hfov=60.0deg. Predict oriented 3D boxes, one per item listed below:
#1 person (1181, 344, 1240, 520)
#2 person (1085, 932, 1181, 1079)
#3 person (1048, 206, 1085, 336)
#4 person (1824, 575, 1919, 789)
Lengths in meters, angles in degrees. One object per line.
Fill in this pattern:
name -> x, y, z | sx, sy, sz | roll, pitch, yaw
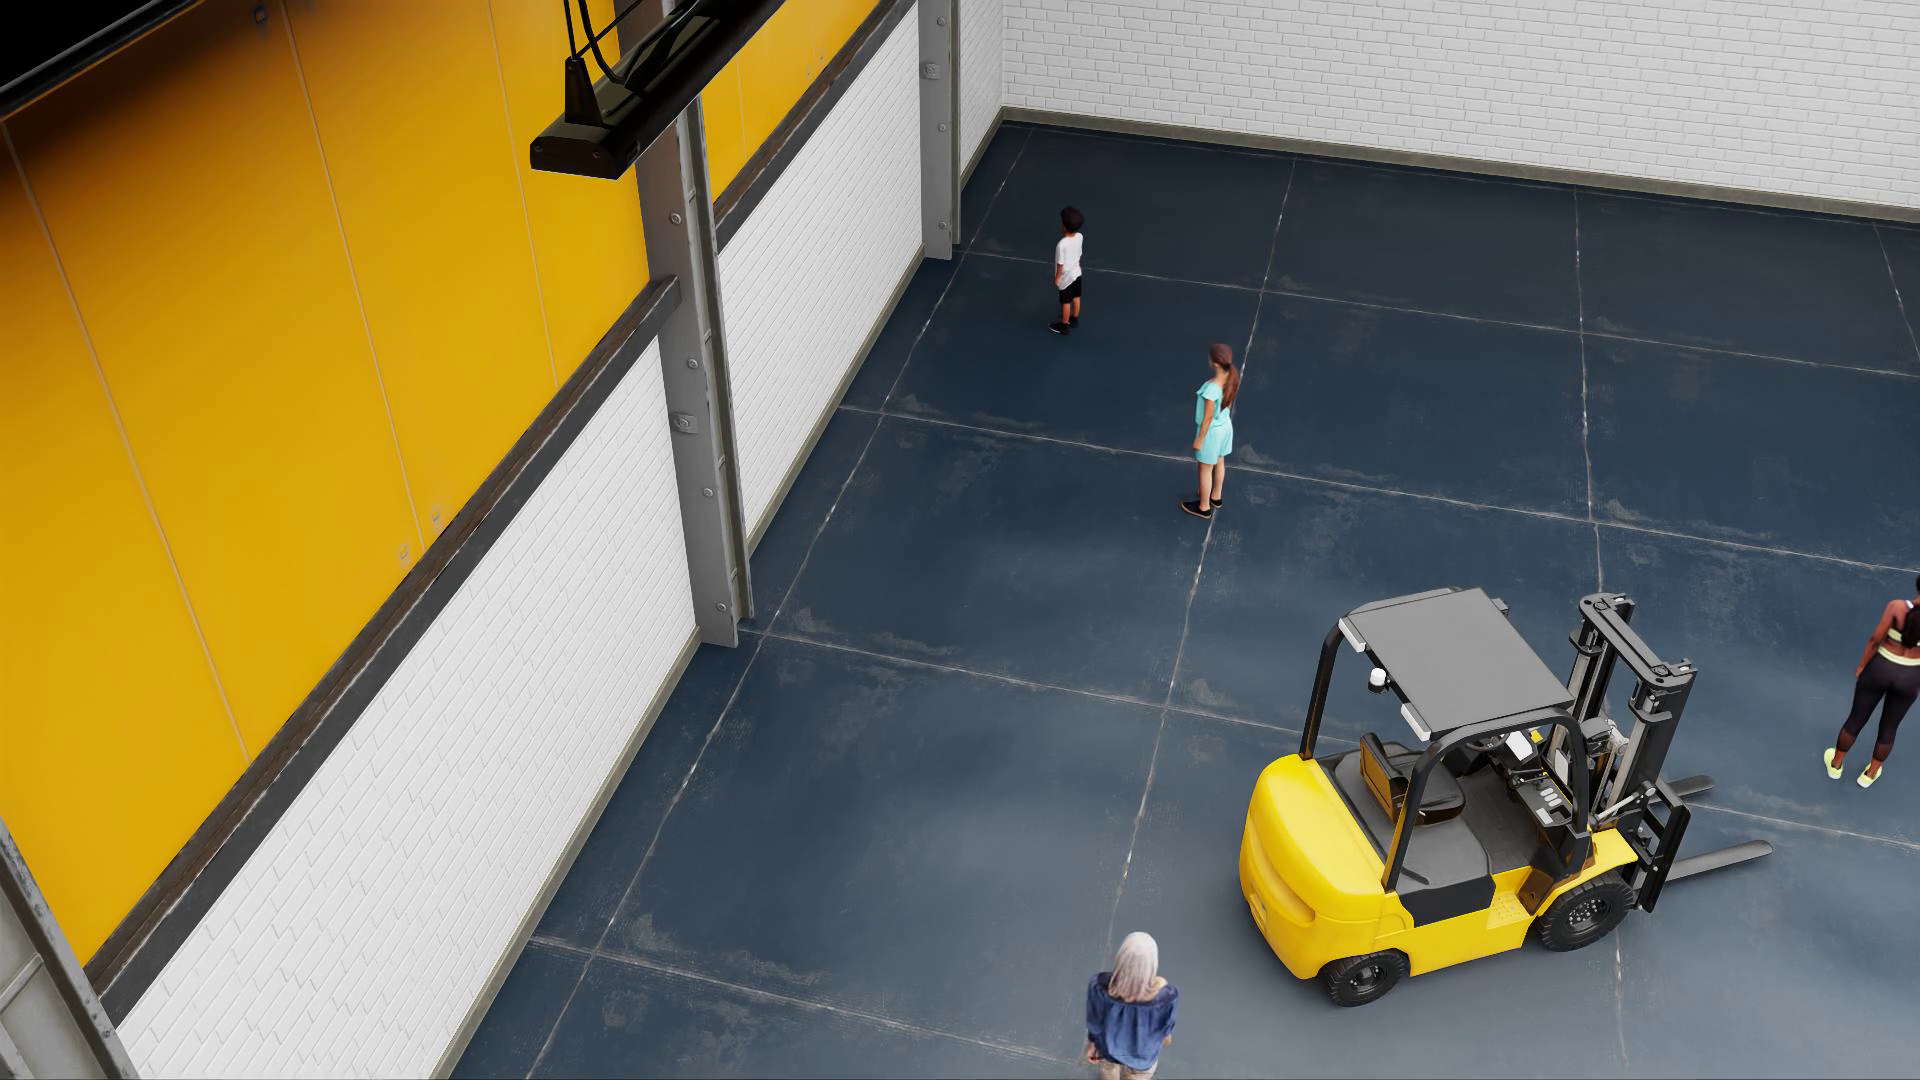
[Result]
person -> 1.993, -0.866, 13.057 | 0.699, 1.558, 0.611 | 29, 47, 31
person -> 0.842, 2.687, 8.517 | 0.629, 1.671, 0.900 | 8, 39, 10
person -> 1.008, -2.484, 15.321 | 0.629, 1.261, 0.549 | 31, 48, 33
person -> 5.999, 0.886, 10.706 | 0.607, 1.754, 0.573 | 19, 42, 22
